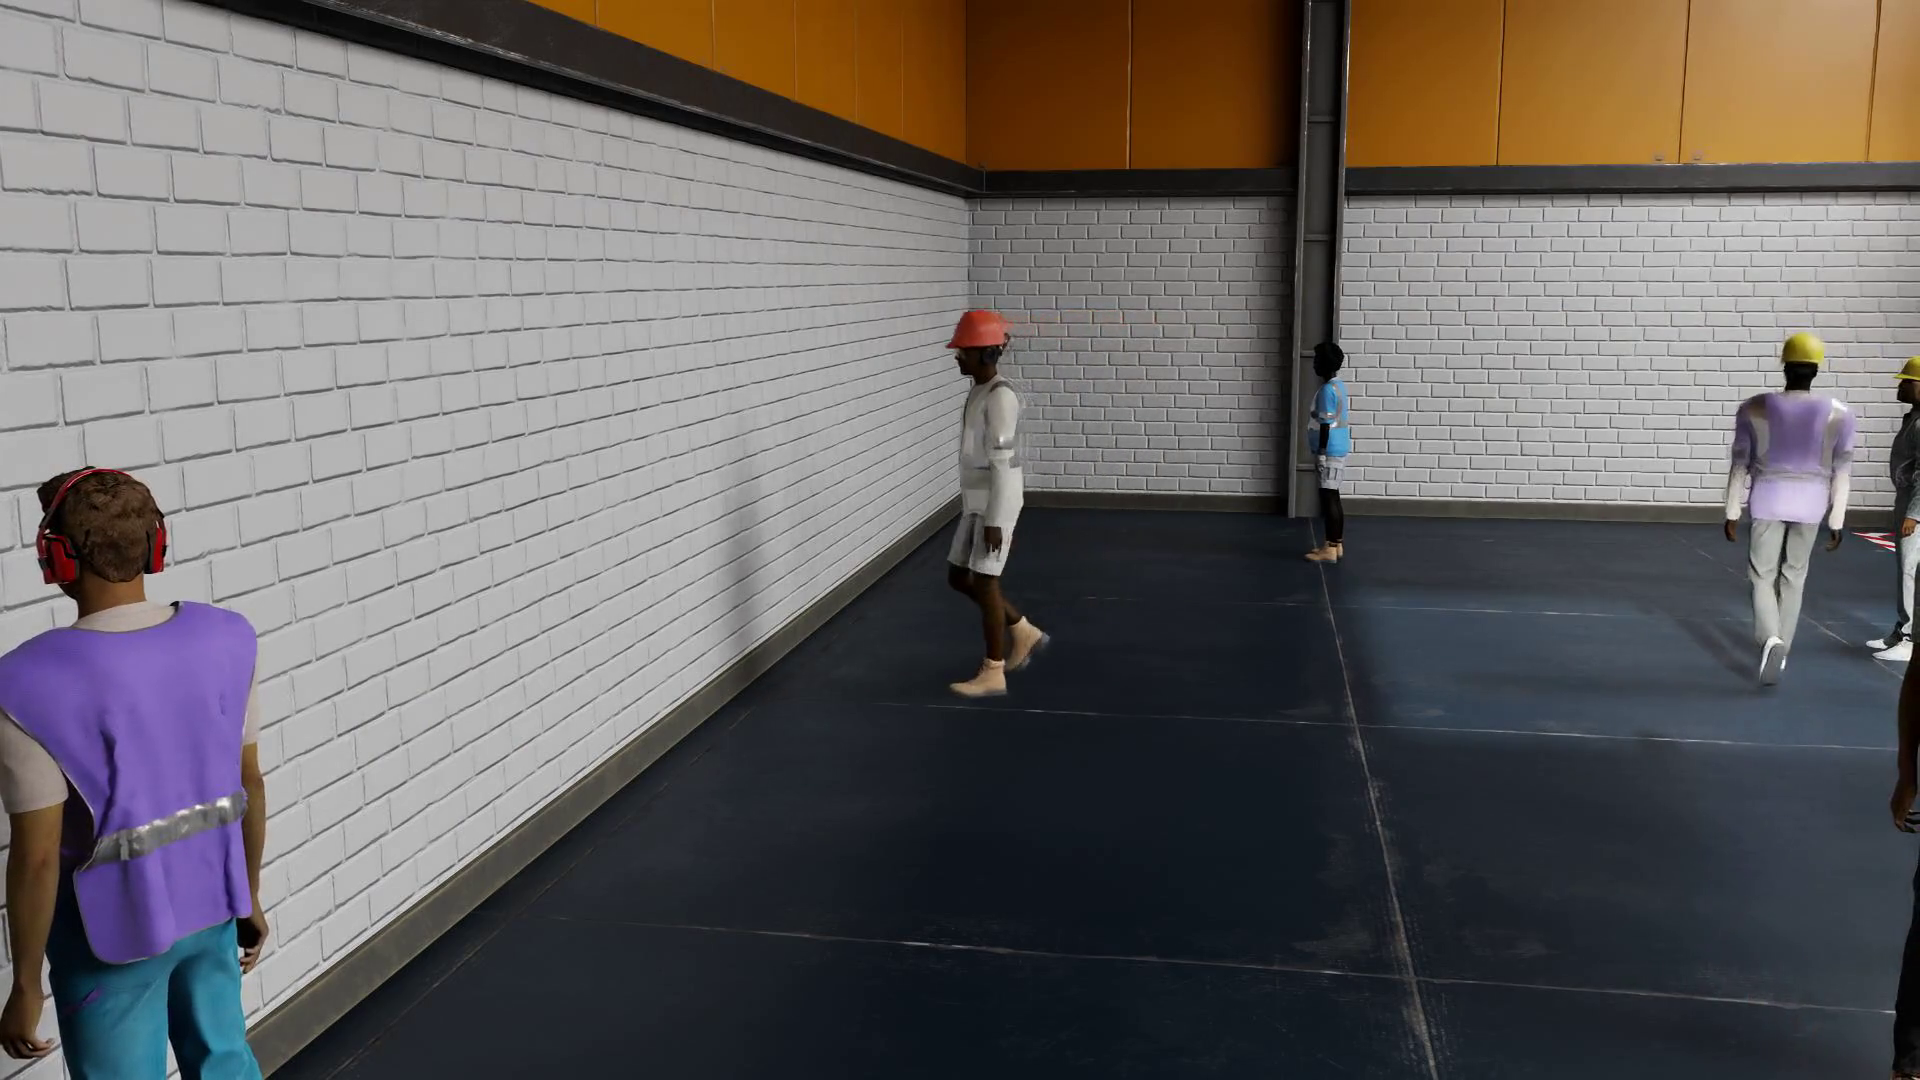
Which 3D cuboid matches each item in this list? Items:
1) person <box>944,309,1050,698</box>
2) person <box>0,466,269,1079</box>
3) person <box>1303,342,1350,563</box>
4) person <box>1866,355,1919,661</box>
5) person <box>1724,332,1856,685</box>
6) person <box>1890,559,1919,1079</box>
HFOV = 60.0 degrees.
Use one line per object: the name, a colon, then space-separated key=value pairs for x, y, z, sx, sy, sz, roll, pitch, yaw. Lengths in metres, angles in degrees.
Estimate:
person: x=0.172 y=-0.182 z=8.667 sx=0.517 sy=2.028 sz=0.617 roll=-3 pitch=10 yaw=-16
person: x=-1.594 y=0.775 z=3.276 sx=0.374 sy=1.843 sz=0.569 roll=5 pitch=10 yaw=26
person: x=2.817 y=-0.670 z=12.731 sx=0.321 sy=1.689 sz=0.530 roll=3 pitch=10 yaw=18
person: x=5.438 y=-0.181 z=9.524 sx=0.287 sy=1.746 sz=0.488 roll=4 pitch=10 yaw=23
person: x=4.478 y=-0.172 z=8.994 sx=0.594 sy=1.900 sz=0.807 roll=3 pitch=10 yaw=18
person: x=2.662 y=0.622 z=4.231 sx=0.508 sy=1.846 sz=0.345 roll=5 pitch=11 yaw=29
